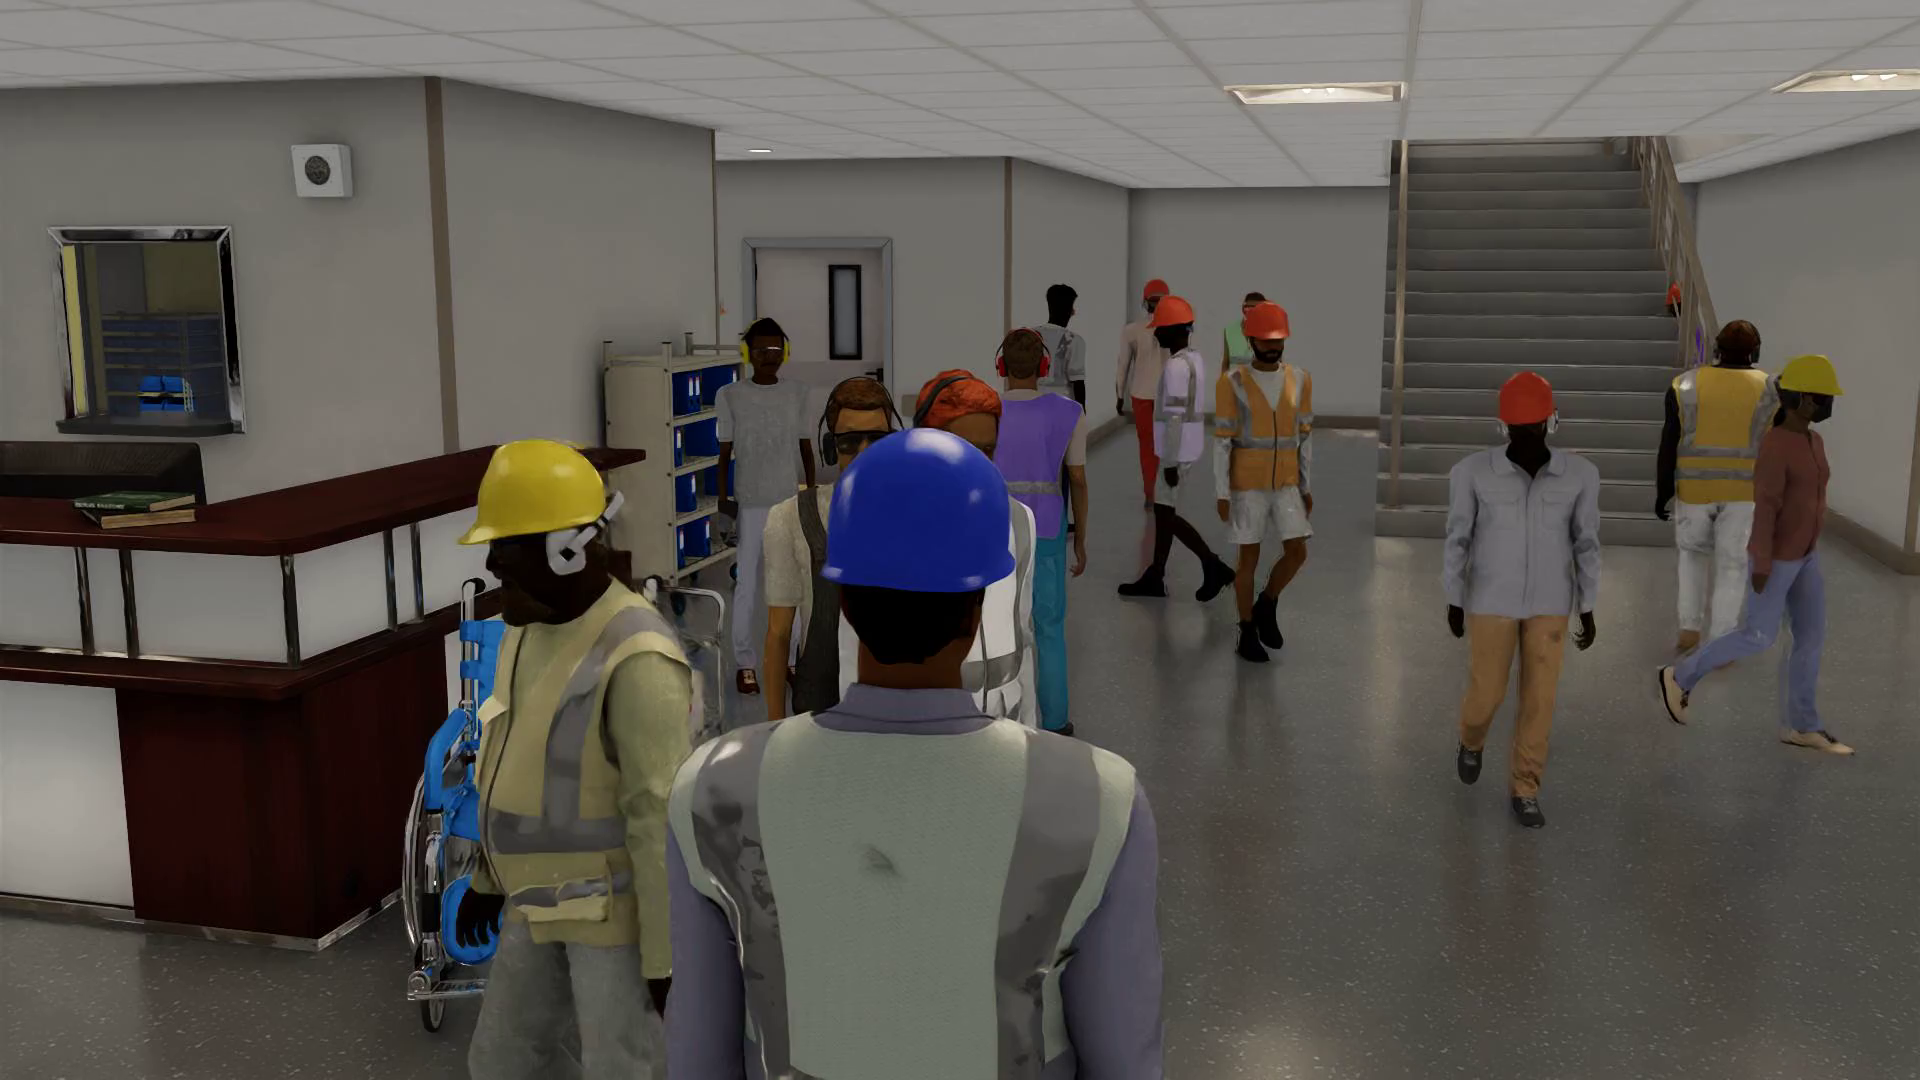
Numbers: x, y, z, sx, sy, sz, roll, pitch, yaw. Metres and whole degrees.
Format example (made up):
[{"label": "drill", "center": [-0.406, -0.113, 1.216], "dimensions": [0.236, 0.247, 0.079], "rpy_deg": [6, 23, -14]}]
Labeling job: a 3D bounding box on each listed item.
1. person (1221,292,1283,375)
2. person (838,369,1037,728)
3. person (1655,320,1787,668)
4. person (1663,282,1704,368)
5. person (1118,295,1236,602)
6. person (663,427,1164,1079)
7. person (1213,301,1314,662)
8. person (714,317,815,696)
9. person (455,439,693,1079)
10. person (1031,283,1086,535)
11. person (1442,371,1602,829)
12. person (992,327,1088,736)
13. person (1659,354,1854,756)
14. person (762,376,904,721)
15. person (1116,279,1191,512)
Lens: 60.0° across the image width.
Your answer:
[{"label": "person", "center": [2.747, -1.426, 15.718], "dimensions": [0.604, 1.831, 0.457], "rpy_deg": [4, 10, 21]}, {"label": "person", "center": [-0.030, 0.531, 4.038], "dimensions": [0.574, 1.887, 0.355], "rpy_deg": [-7, 12, -37]}, {"label": "person", "center": [4.063, -0.250, 8.828], "dimensions": [0.664, 1.820, 0.606], "rpy_deg": [5, 11, 29]}, {"label": "person", "center": [6.427, -1.327, 14.859], "dimensions": [0.374, 1.928, 0.543], "rpy_deg": [4, 10, 22]}, {"label": "person", "center": [1.368, -0.554, 10.342], "dimensions": [0.745, 1.919, 0.552], "rpy_deg": [3, 10, 19]}, {"label": "person", "center": [-0.054, 0.836, 2.057], "dimensions": [0.605, 1.948, 0.403], "rpy_deg": [2, 10, 9]}, {"label": "person", "center": [1.619, -0.300, 8.827], "dimensions": [0.574, 1.920, 0.404], "rpy_deg": [-2, 10, -12]}, {"label": "person", "center": [-0.946, -0.159, 8.201], "dimensions": [0.508, 1.858, 0.326], "rpy_deg": [-3, 10, -17]}, {"label": "person", "center": [-0.735, 0.702, 3.254], "dimensions": [0.427, 1.806, 0.608], "rpy_deg": [-7, 12, -36]}, {"label": "person", "center": [0.723, -0.999, 12.859], "dimensions": [0.618, 1.953, 0.384], "rpy_deg": [8, 12, 39]}, {"label": "person", "center": [2.141, 0.210, 6.380], "dimensions": [0.566, 1.732, 0.498], "rpy_deg": [1, 10, 6]}, {"label": "person", "center": [0.278, -0.005, 7.312], "dimensions": [0.567, 1.849, 0.389], "rpy_deg": [1, 10, 5]}, {"label": "person", "center": [3.556, 0.050, 7.315], "dimensions": [0.532, 1.746, 0.741], "rpy_deg": [-8, 13, -41]}, {"label": "person", "center": [-0.259, 0.493, 4.375], "dimensions": [0.513, 1.845, 0.340], "rpy_deg": [-3, 10, -18]}, {"label": "person", "center": [1.653, -1.260, 14.371], "dimensions": [0.647, 1.950, 0.961], "rpy_deg": [-1, 10, -4]}]
